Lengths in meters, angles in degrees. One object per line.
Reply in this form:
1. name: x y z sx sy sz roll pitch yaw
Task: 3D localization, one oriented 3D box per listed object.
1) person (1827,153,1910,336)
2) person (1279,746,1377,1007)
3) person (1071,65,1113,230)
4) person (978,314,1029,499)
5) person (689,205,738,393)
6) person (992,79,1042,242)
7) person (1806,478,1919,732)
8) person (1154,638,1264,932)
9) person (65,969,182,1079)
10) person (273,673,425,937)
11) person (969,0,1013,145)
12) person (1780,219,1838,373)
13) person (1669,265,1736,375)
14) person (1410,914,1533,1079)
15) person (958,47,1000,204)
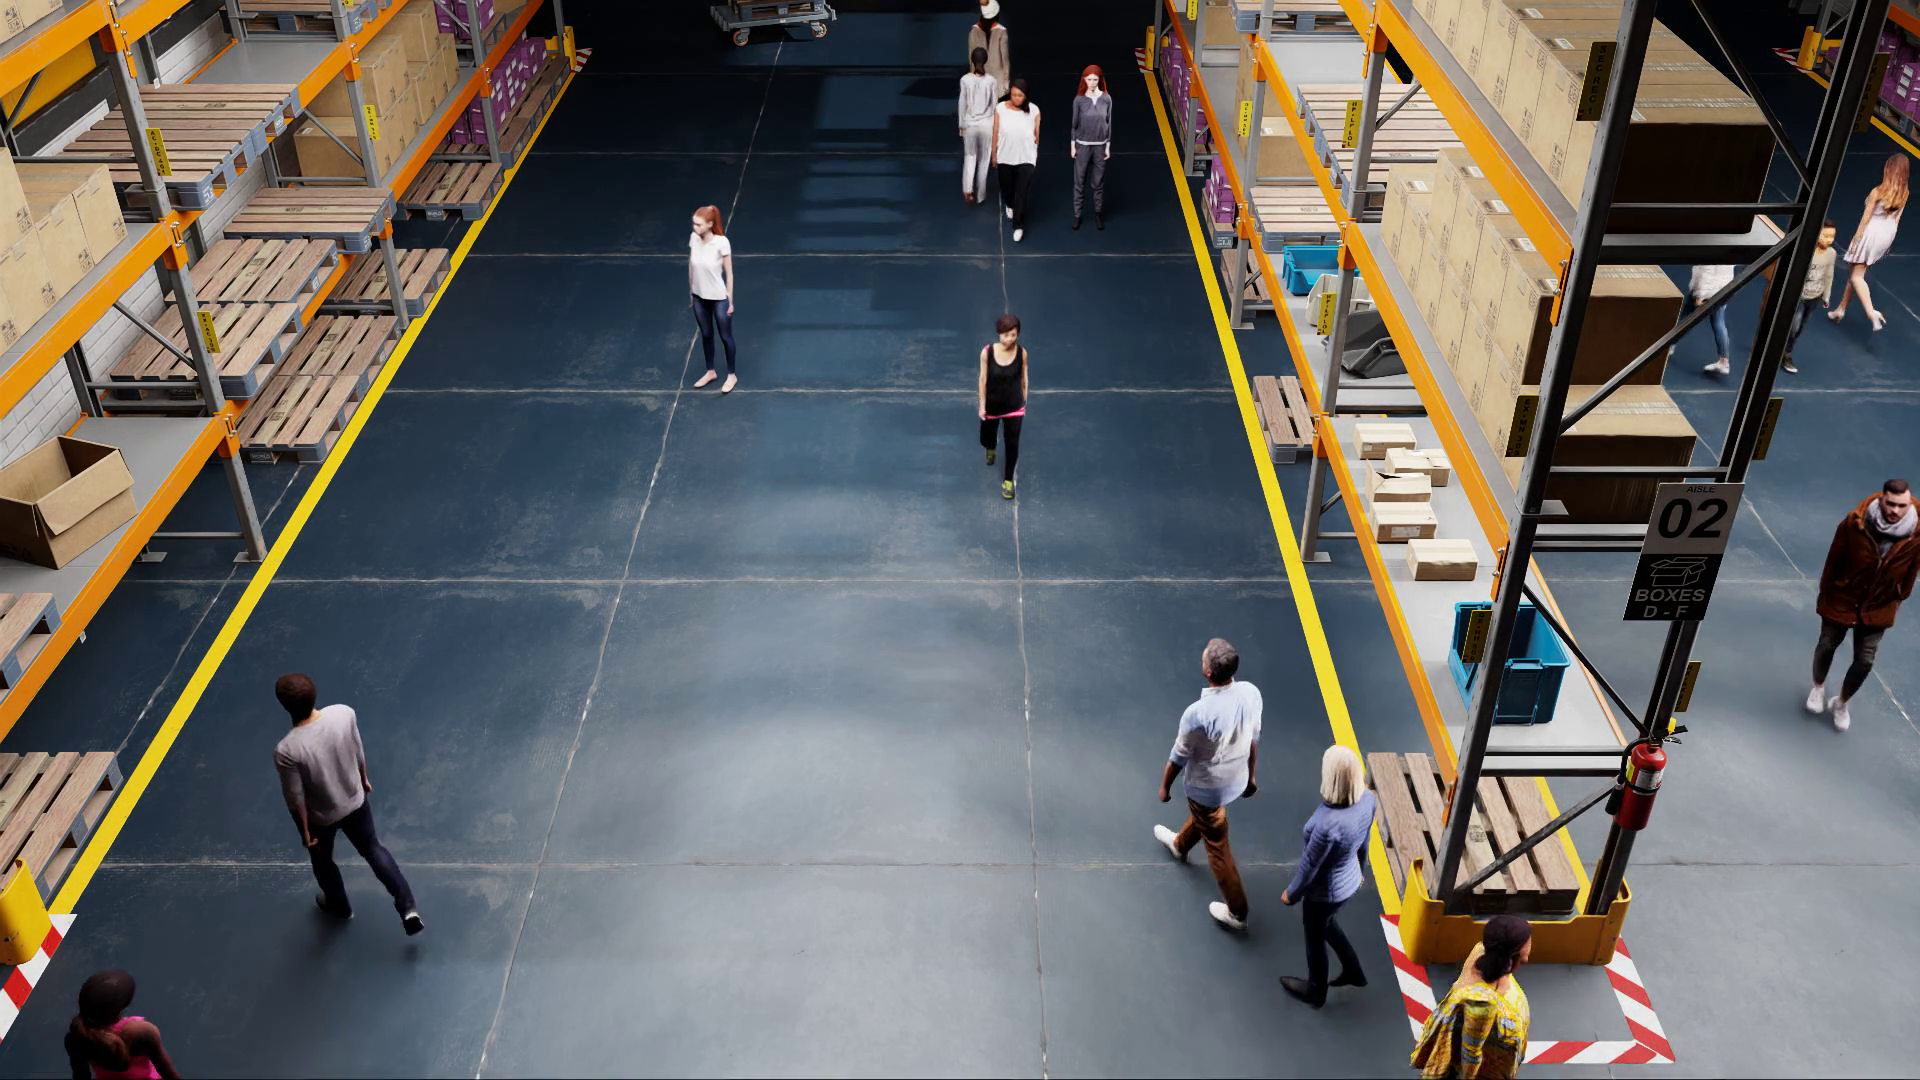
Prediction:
1. person: 8.571 -2.718 15.558 0.630 1.747 1.047 -4 34 -6
2. person: 2.013 1.834 8.725 0.867 1.729 0.802 26 42 33
3. person: 1.398 -4.191 17.745 0.565 1.778 0.483 1 34 1
4. person: 0.335 -1.123 13.344 0.548 1.541 0.804 -1 34 -1
5. person: -2.178 -2.149 14.709 0.644 1.738 0.651 15 36 21
6. person: 0.602 -4.100 17.710 0.784 1.665 1.070 6 34 9
7. person: 5.870 0.352 10.872 0.828 1.820 0.849 13 36 18
8. person: 1.486 1.403 9.329 1.116 1.779 1.276 -21 39 -29
9. person: -3.740 2.635 7.551 0.650 1.696 0.632 -11 35 -16
10. person: -3.392 1.496 9.154 1.120 1.818 1.083 25 41 33
11. person: 0.307 -5.424 19.507 0.812 1.881 0.810 15 37 21
12. person: 7.624 -2.241 15.105 0.616 1.453 0.625 -8 35 -12
13. person: 6.833 -2.242 14.975 0.966 1.599 1.176 -17 37 -23
14. person: 2.347 2.436 7.917 0.921 1.621 0.888 16 37 23
15. person: 0.196 -4.485 18.205 0.670 1.759 0.817 6 34 8
